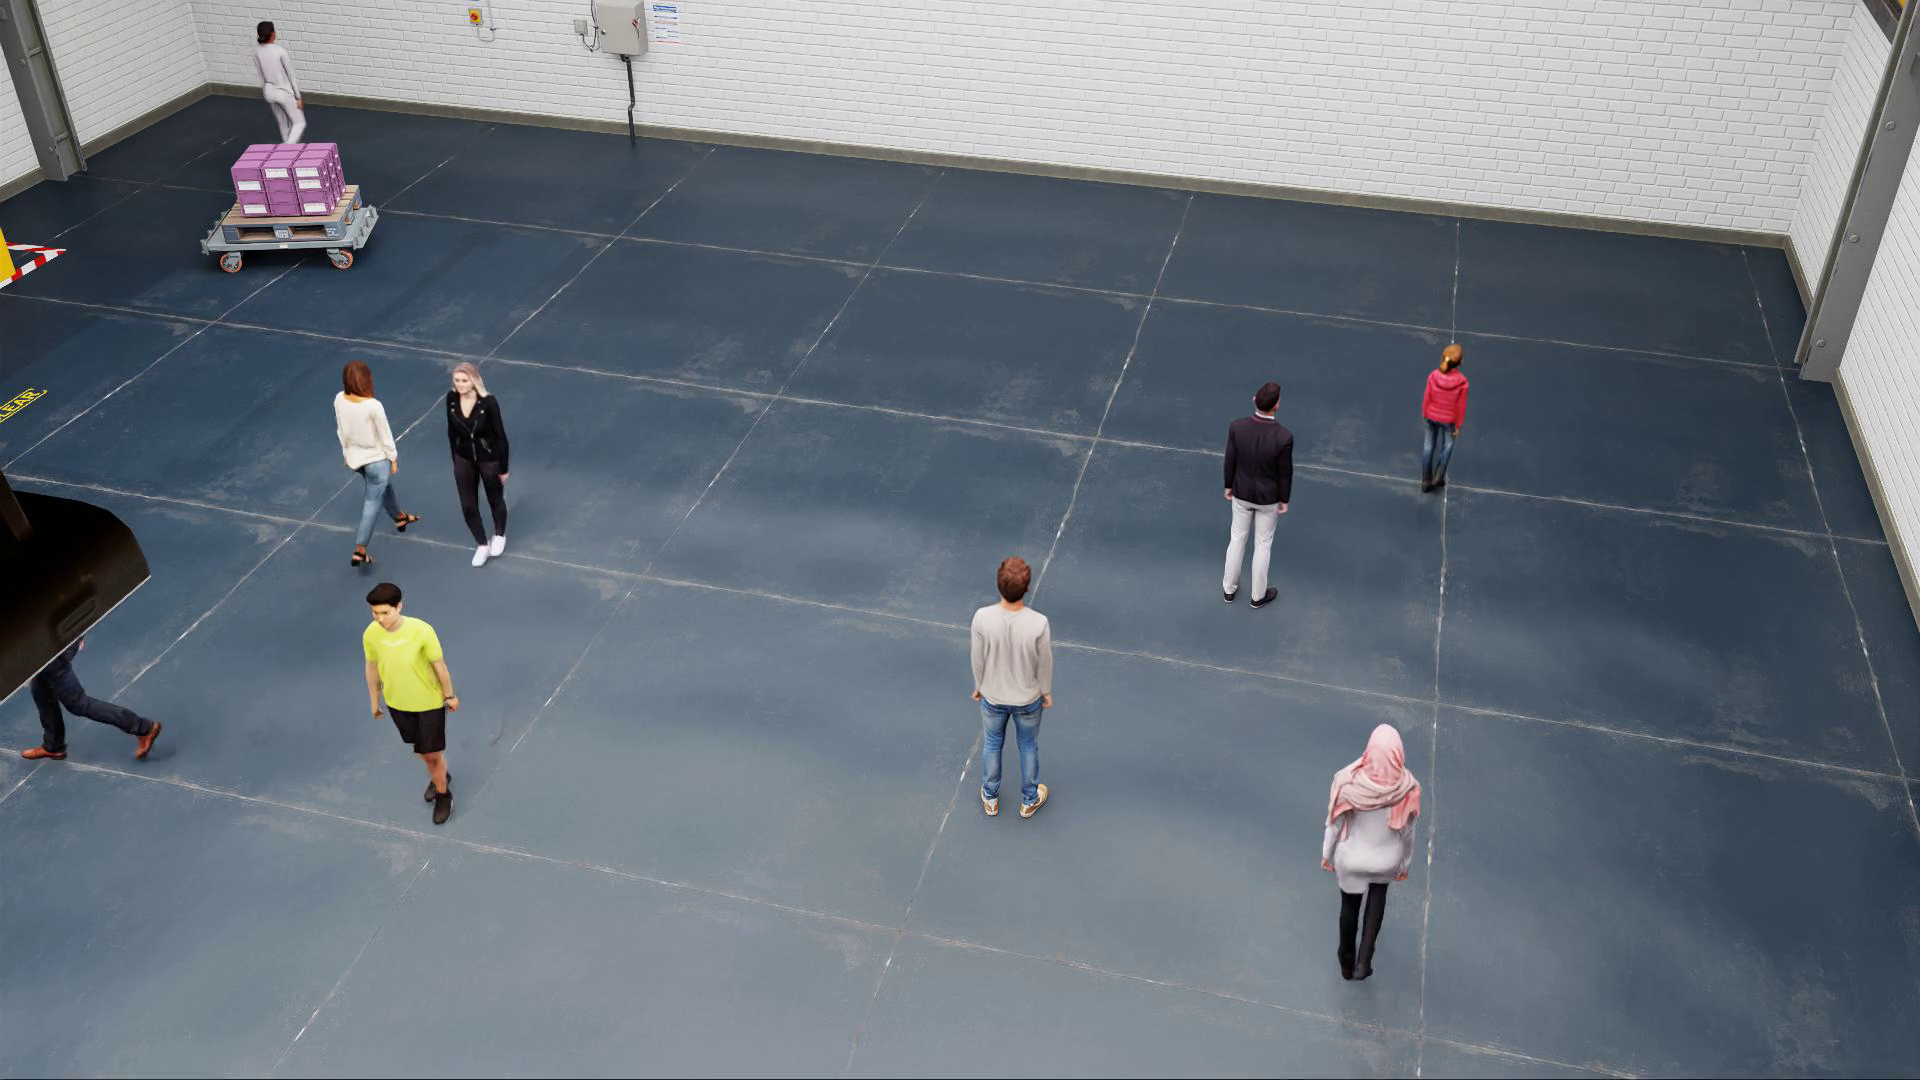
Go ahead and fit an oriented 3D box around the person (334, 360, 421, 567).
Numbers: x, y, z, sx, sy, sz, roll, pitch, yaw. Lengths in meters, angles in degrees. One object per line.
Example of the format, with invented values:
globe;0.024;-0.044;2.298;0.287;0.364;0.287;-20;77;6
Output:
person;-4.541;-0.551;12.668;0.737;1.634;1.105;12;36;18

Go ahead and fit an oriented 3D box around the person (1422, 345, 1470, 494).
person;3.912;-0.960;13.579;0.548;1.306;0.552;15;37;22

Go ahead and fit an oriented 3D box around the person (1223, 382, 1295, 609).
person;2.159;-0.327;12.140;0.704;1.845;0.637;16;37;23

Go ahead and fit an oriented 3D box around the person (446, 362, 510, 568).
person;-3.650;-0.647;12.773;0.700;1.677;0.737;2;34;3

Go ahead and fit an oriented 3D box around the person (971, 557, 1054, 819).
person;0.319;0.927;10.198;0.672;1.905;0.601;5;34;8

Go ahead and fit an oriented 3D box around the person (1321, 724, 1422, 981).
person;2.219;1.779;9.013;0.678;1.798;0.700;5;34;8

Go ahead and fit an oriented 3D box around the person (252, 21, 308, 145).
person;-8.047;-5.212;19.600;0.653;1.722;0.876;6;34;9

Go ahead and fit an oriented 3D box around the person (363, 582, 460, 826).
person;-3.384;0.925;10.394;0.701;1.693;0.742;5;34;7
